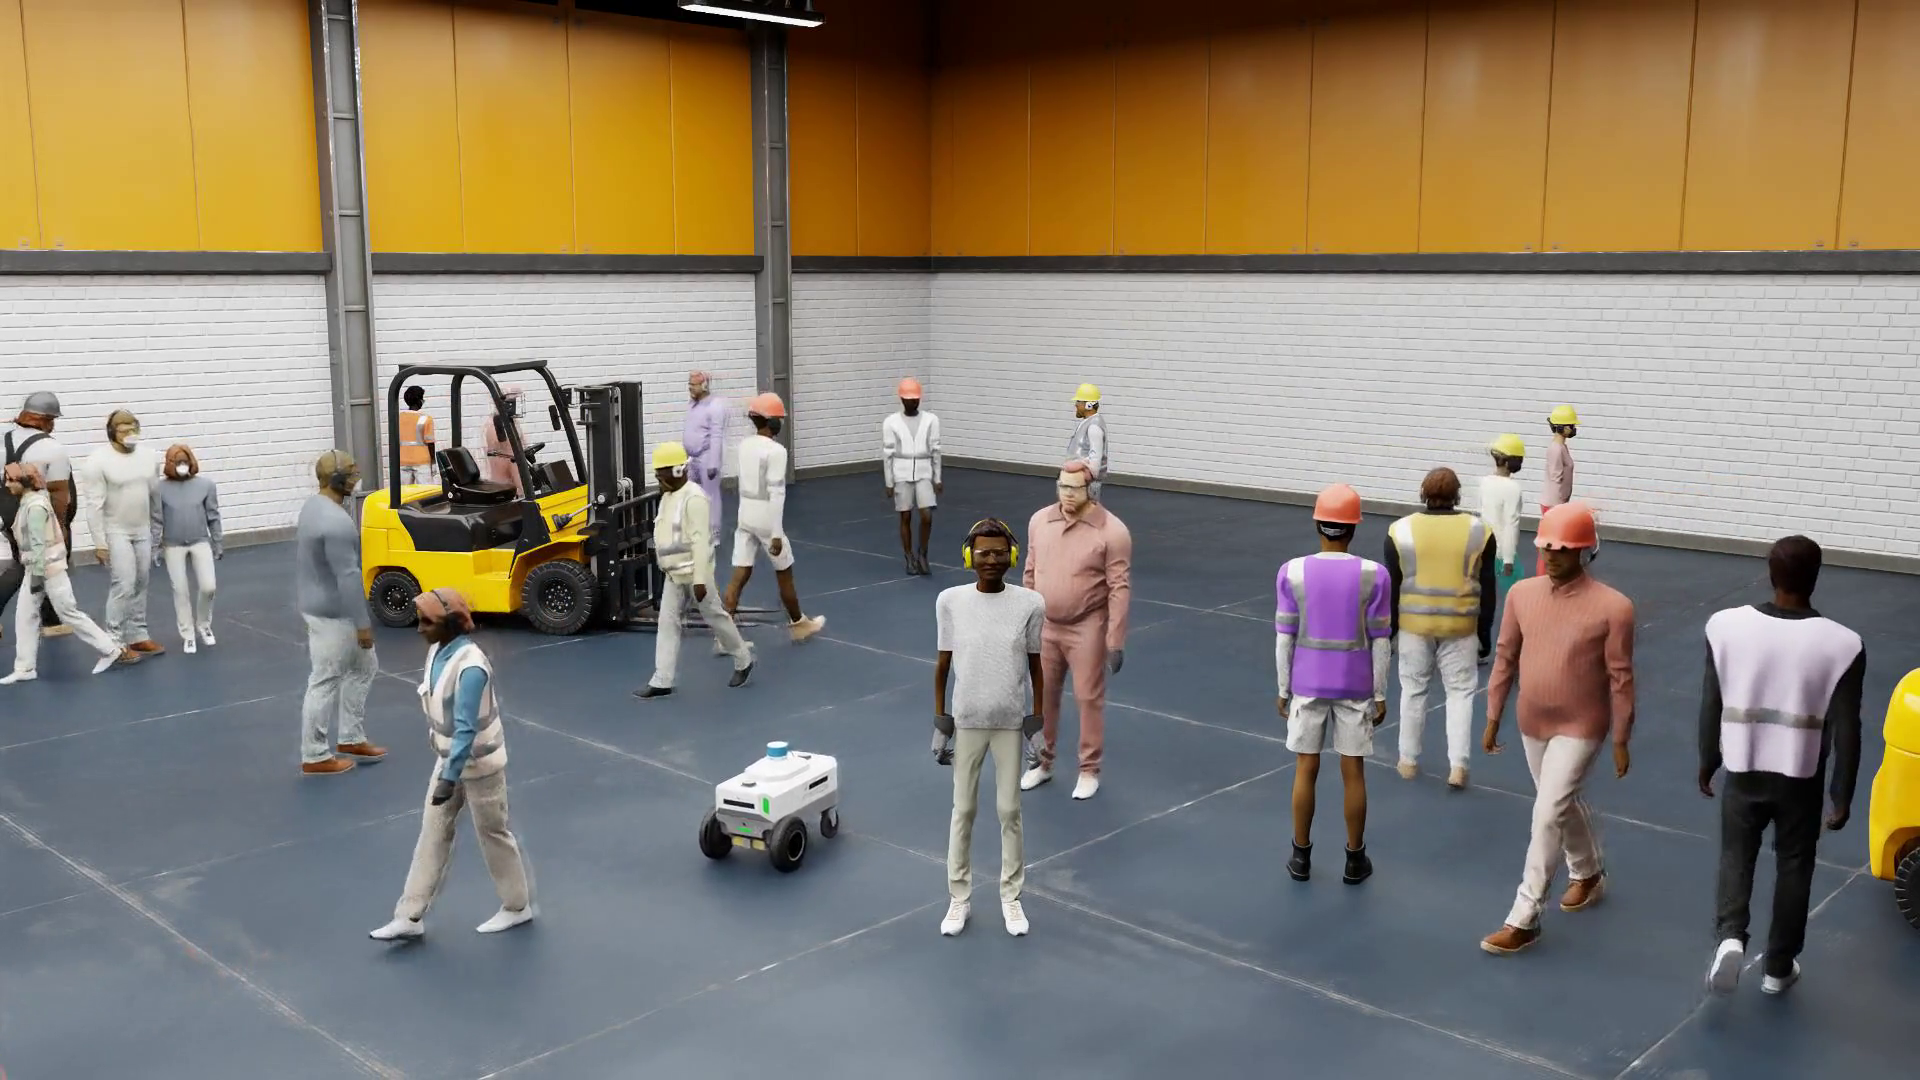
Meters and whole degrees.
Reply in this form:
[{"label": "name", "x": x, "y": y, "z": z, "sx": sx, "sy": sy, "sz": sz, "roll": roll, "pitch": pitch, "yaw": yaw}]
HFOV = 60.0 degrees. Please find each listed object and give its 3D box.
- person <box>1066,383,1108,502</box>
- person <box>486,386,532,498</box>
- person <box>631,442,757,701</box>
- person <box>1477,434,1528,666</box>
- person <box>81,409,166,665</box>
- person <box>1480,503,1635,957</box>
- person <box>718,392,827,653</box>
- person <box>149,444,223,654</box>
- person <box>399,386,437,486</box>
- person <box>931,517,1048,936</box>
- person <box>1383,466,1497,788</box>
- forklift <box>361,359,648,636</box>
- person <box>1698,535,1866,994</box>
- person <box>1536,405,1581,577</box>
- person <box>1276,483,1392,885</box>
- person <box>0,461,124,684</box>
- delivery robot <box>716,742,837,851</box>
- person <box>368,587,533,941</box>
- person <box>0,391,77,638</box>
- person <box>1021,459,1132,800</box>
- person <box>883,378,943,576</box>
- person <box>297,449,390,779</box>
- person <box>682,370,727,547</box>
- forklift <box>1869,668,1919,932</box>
[{"label": "person", "x": 1.247, "y": -0.624, "z": 16.375, "sx": 0.404, "sy": 1.833, "sz": 0.590, "roll": -1, "pitch": 9, "yaw": -4}, {"label": "person", "x": -4.276, "y": -0.500, "z": 15.511, "sx": 0.875, "sy": 1.872, "sz": 0.634, "roll": -4, "pitch": 10, "yaw": -21}, {"label": "person", "x": -1.821, "y": 0.199, "z": 11.521, "sx": 0.933, "sy": 1.779, "sz": 0.660, "roll": -6, "pitch": 11, "yaw": -33}, {"label": "person", "x": 4.077, "y": 0.085, "z": 12.309, "sx": 0.840, "sy": 1.726, "sz": 0.557, "roll": -2, "pitch": 10, "yaw": -14}, {"label": "person", "x": -6.248, "y": -0.025, "z": 12.477, "sx": 0.468, "sy": 1.916, "sz": 0.637, "roll": 4, "pitch": 10, "yaw": 25}, {"label": "person", "x": 2.665, "y": 0.788, "z": 7.380, "sx": 1.008, "sy": 1.950, "sz": 0.635, "roll": -7, "pitch": 11, "yaw": -36}, {"label": "person", "x": -1.499, "y": -0.134, "z": 12.854, "sx": 0.632, "sy": 1.993, "sz": 1.030, "roll": 9, "pitch": 13, "yaw": 44}, {"label": "person", "x": -5.943, "y": 0.067, "z": 12.777, "sx": 0.530, "sy": 1.622, "sz": 0.343, "roll": -5, "pitch": 11, "yaw": -30}, {"label": "person", "x": -5.915, "y": -0.832, "z": 18.089, "sx": 0.532, "sy": 1.691, "sz": 0.318, "roll": 3, "pitch": 10, "yaw": 17}, {"label": "person", "x": 0.129, "y": 0.825, "z": 7.365, "sx": 0.520, "sy": 1.876, "sz": 0.326, "roll": 0, "pitch": 9, "yaw": 1}, {"label": "person", "x": 2.733, "y": 0.494, "z": 9.522, "sx": 0.629, "sy": 1.849, "sz": 0.429, "roll": 3, "pitch": 10, "yaw": 15}, {"label": "forklift", "x": -3.850, "y": -0.407, "z": 13.936, "sx": 2.313, "sy": 2.155, "sz": 1.214, "roll": 2, "pitch": 9, "yaw": 11}, {"label": "person", "x": 3.259, "y": 0.927, "z": 6.661, "sx": 0.607, "sy": 1.897, "sz": 0.621, "roll": 6, "pitch": 11, "yaw": 33}, {"label": "person", "x": 5.229, "y": -0.294, "z": 14.553, "sx": 0.314, "sy": 1.769, "sz": 0.524, "roll": 3, "pitch": 10, "yaw": 18}, {"label": "person", "x": 1.784, "y": 0.692, "z": 7.988, "sx": 0.542, "sy": 1.938, "sz": 0.357, "roll": 3, "pitch": 10, "yaw": 15}, {"label": "person", "x": -6.496, "y": 0.213, "z": 11.941, "sx": 0.783, "sy": 1.603, "sz": 0.501, "roll": -8, "pitch": 12, "yaw": -41}, {"label": "delivery robot", "x": -0.920, "y": 1.265, "z": 8.413, "sx": 0.477, "sy": 0.478, "sz": 0.707, "roll": 5, "pitch": 10, "yaw": 26}, {"label": "person", "x": -2.204, "y": 0.989, "z": 7.202, "sx": 0.743, "sy": 1.603, "sz": 0.532, "roll": -8, "pitch": 12, "yaw": -39}, {"label": "person", "x": -7.354, "y": -0.200, "z": 13.140, "sx": 0.701, "sy": 2.000, "sz": 0.786, "roll": 3, "pitch": 10, "yaw": 20}, {"label": "person", "x": 0.635, "y": 0.490, "z": 9.337, "sx": 0.675, "sy": 1.904, "sz": 0.407, "roll": 6, "pitch": 11, "yaw": 31}, {"label": "person", "x": -0.443, "y": -0.592, "z": 15.910, "sx": 0.582, "sy": 1.916, "sz": 0.550, "roll": -1, "pitch": 9, "yaw": -9}, {"label": "person", "x": -3.569, "y": 0.427, "z": 9.668, "sx": 0.680, "sy": 1.911, "sz": 0.648, "roll": -5, "pitch": 11, "yaw": -30}, {"label": "person", "x": -2.757, "y": -0.832, "z": 17.467, "sx": 0.554, "sy": 1.888, "sz": 0.674, "roll": -9, "pitch": 13, "yaw": -44}, {"label": "forklift", "x": 5.205, "y": 0.723, "z": 7.013, "sx": 2.313, "sy": 2.155, "sz": 1.214, "roll": 9, "pitch": 13, "yaw": 43}]
